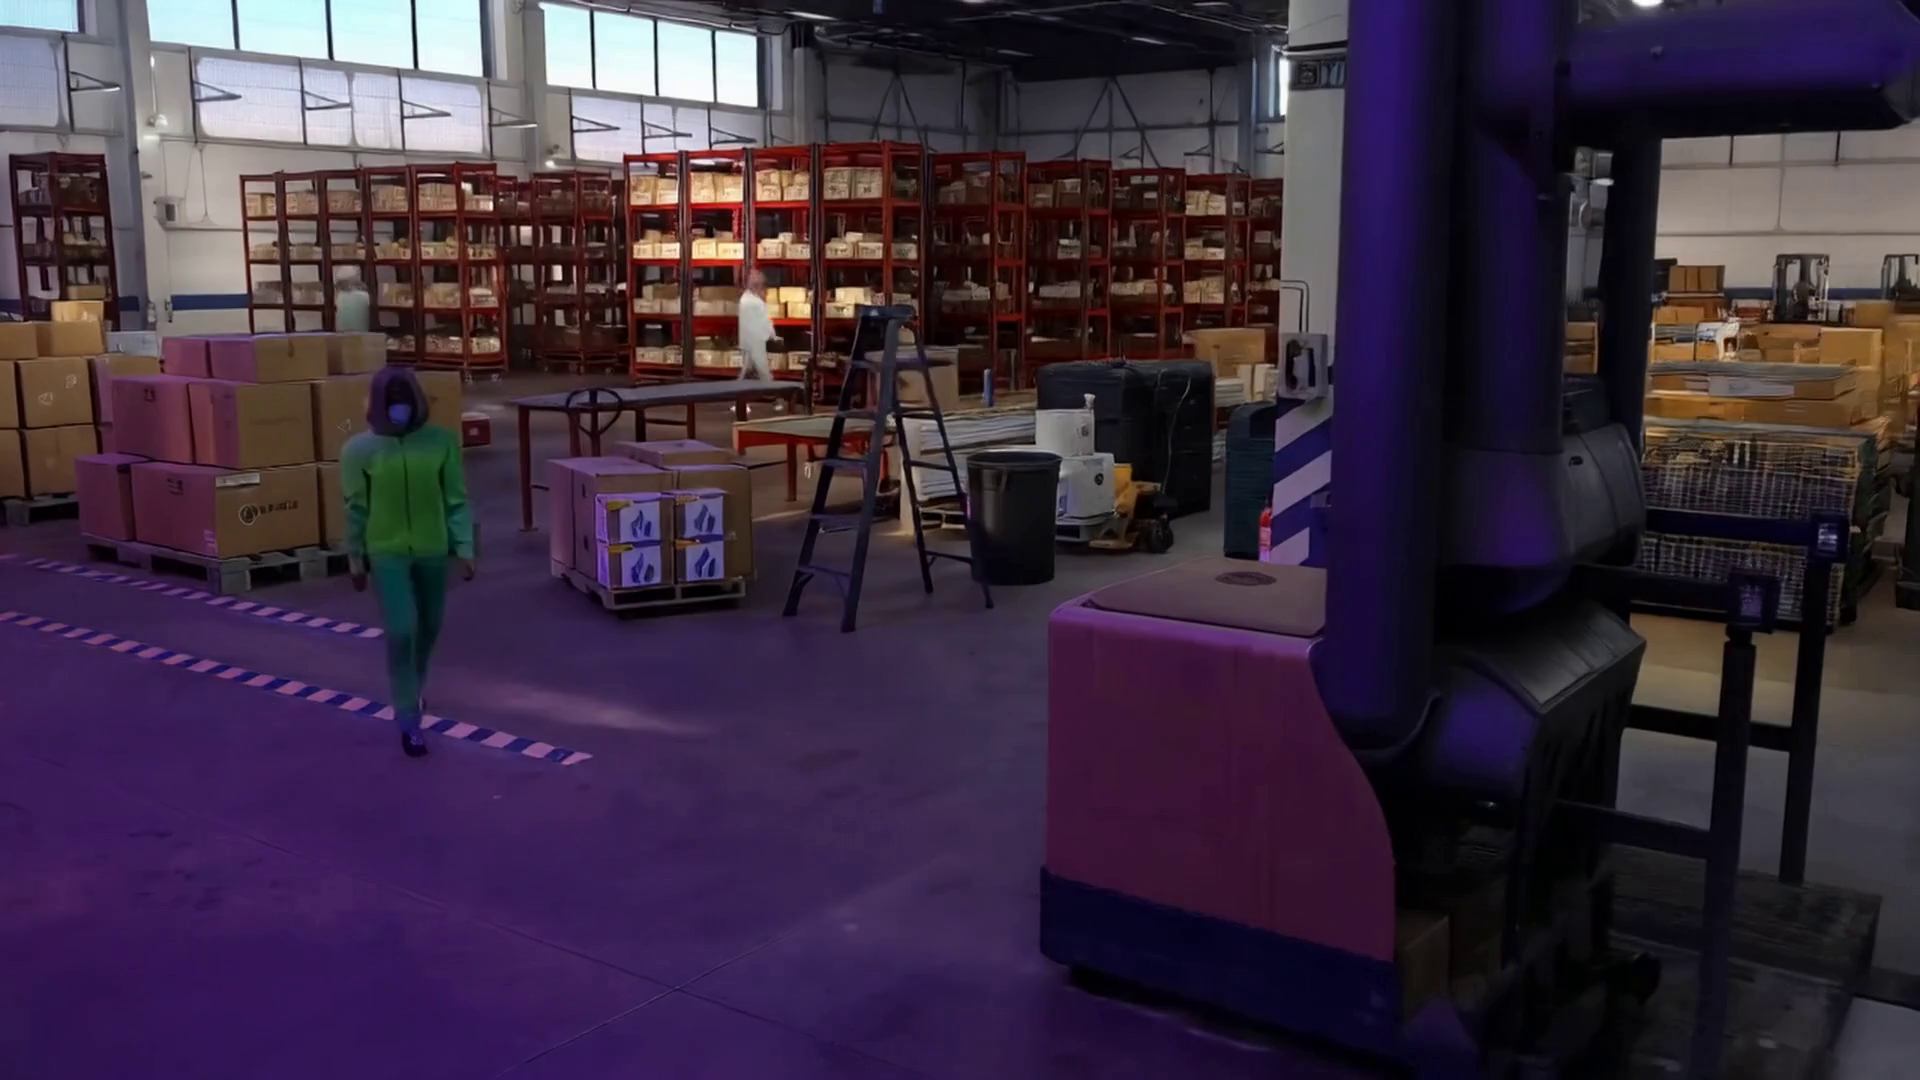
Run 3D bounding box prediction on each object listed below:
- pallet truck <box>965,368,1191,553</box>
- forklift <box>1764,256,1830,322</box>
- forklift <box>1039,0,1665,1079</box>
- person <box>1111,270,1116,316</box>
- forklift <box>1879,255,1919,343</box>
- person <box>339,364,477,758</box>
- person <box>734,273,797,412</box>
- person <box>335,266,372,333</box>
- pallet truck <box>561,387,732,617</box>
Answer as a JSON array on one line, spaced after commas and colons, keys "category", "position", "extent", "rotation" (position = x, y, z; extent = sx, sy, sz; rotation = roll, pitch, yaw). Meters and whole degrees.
[{"category": "pallet truck", "position": [0.845, -0.609, 11.869], "extent": [1.630, 1.274, 0.653], "rotation": [7, 12, 35]}, {"category": "forklift", "position": [20.253, -5.854, 40.139], "extent": [1.157, 1.987, 2.680], "rotation": [7, 12, 35]}, {"category": "forklift", "position": [1.249, -0.137, 4.360], "extent": [1.873, 2.768, 1.129], "rotation": [7, 12, 35]}, {"category": "person", "position": [3.683, -5.663, 40.443], "extent": [0.589, 1.816, 0.496], "rotation": [5, 11, 25]}, {"category": "forklift", "position": [22.089, -5.634, 38.796], "extent": [1.157, 1.987, 2.680], "rotation": [6, 11, 33]}, {"category": "person", "position": [-2.351, 0.050, 7.039], "extent": [0.502, 1.605, 0.746], "rotation": [-6, 11, -32]}, {"category": "person", "position": [-2.644, -2.633, 22.276], "extent": [0.988, 1.857, 0.643], "rotation": [2, 10, 13]}, {"category": "person", "position": [-8.131, -2.655, 22.138], "extent": [0.612, 1.945, 0.985], "rotation": [3, 10, 19]}, {"category": "pallet truck", "position": [-1.981, -0.274, 10.088], "extent": [0.680, 1.201, 1.601], "rotation": [-5, 11, -28]}]
